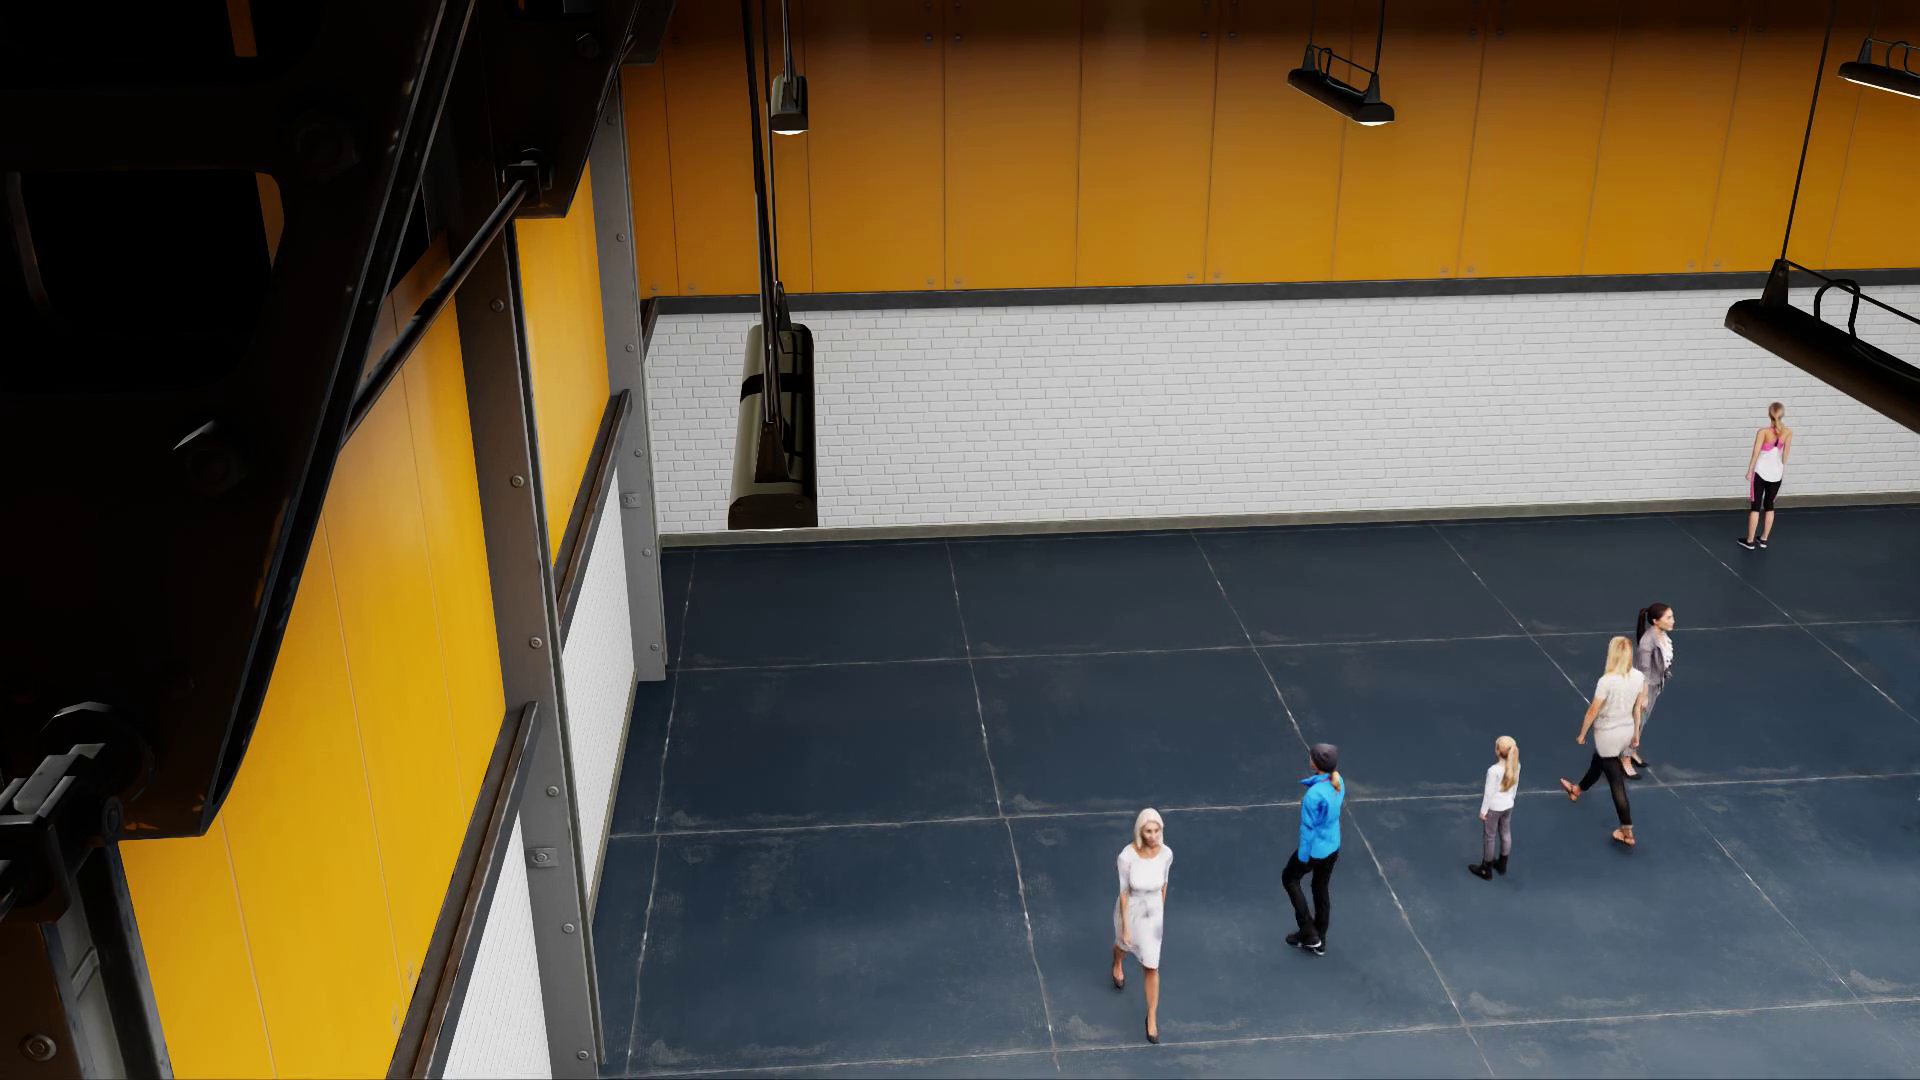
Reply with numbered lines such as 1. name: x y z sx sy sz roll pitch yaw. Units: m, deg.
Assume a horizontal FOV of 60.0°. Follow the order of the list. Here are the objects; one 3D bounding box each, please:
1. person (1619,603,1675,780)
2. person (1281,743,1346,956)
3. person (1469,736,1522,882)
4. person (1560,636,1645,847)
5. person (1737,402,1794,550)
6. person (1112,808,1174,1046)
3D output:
1. person: 6.147 1.328 14.918 0.789 1.679 0.721 16 28 33
2. person: 2.751 2.354 12.440 0.729 1.783 0.762 -18 29 -35
3. person: 4.380 2.164 13.505 0.559 1.278 0.578 -11 26 -24
4. person: 5.514 1.724 13.904 0.851 1.765 1.281 -8 25 -17
5. person: 9.488 -0.754 19.546 0.605 1.786 0.506 -1 24 -3
6. person: 1.237 2.643 11.877 0.624 1.705 1.116 -4 24 -10
